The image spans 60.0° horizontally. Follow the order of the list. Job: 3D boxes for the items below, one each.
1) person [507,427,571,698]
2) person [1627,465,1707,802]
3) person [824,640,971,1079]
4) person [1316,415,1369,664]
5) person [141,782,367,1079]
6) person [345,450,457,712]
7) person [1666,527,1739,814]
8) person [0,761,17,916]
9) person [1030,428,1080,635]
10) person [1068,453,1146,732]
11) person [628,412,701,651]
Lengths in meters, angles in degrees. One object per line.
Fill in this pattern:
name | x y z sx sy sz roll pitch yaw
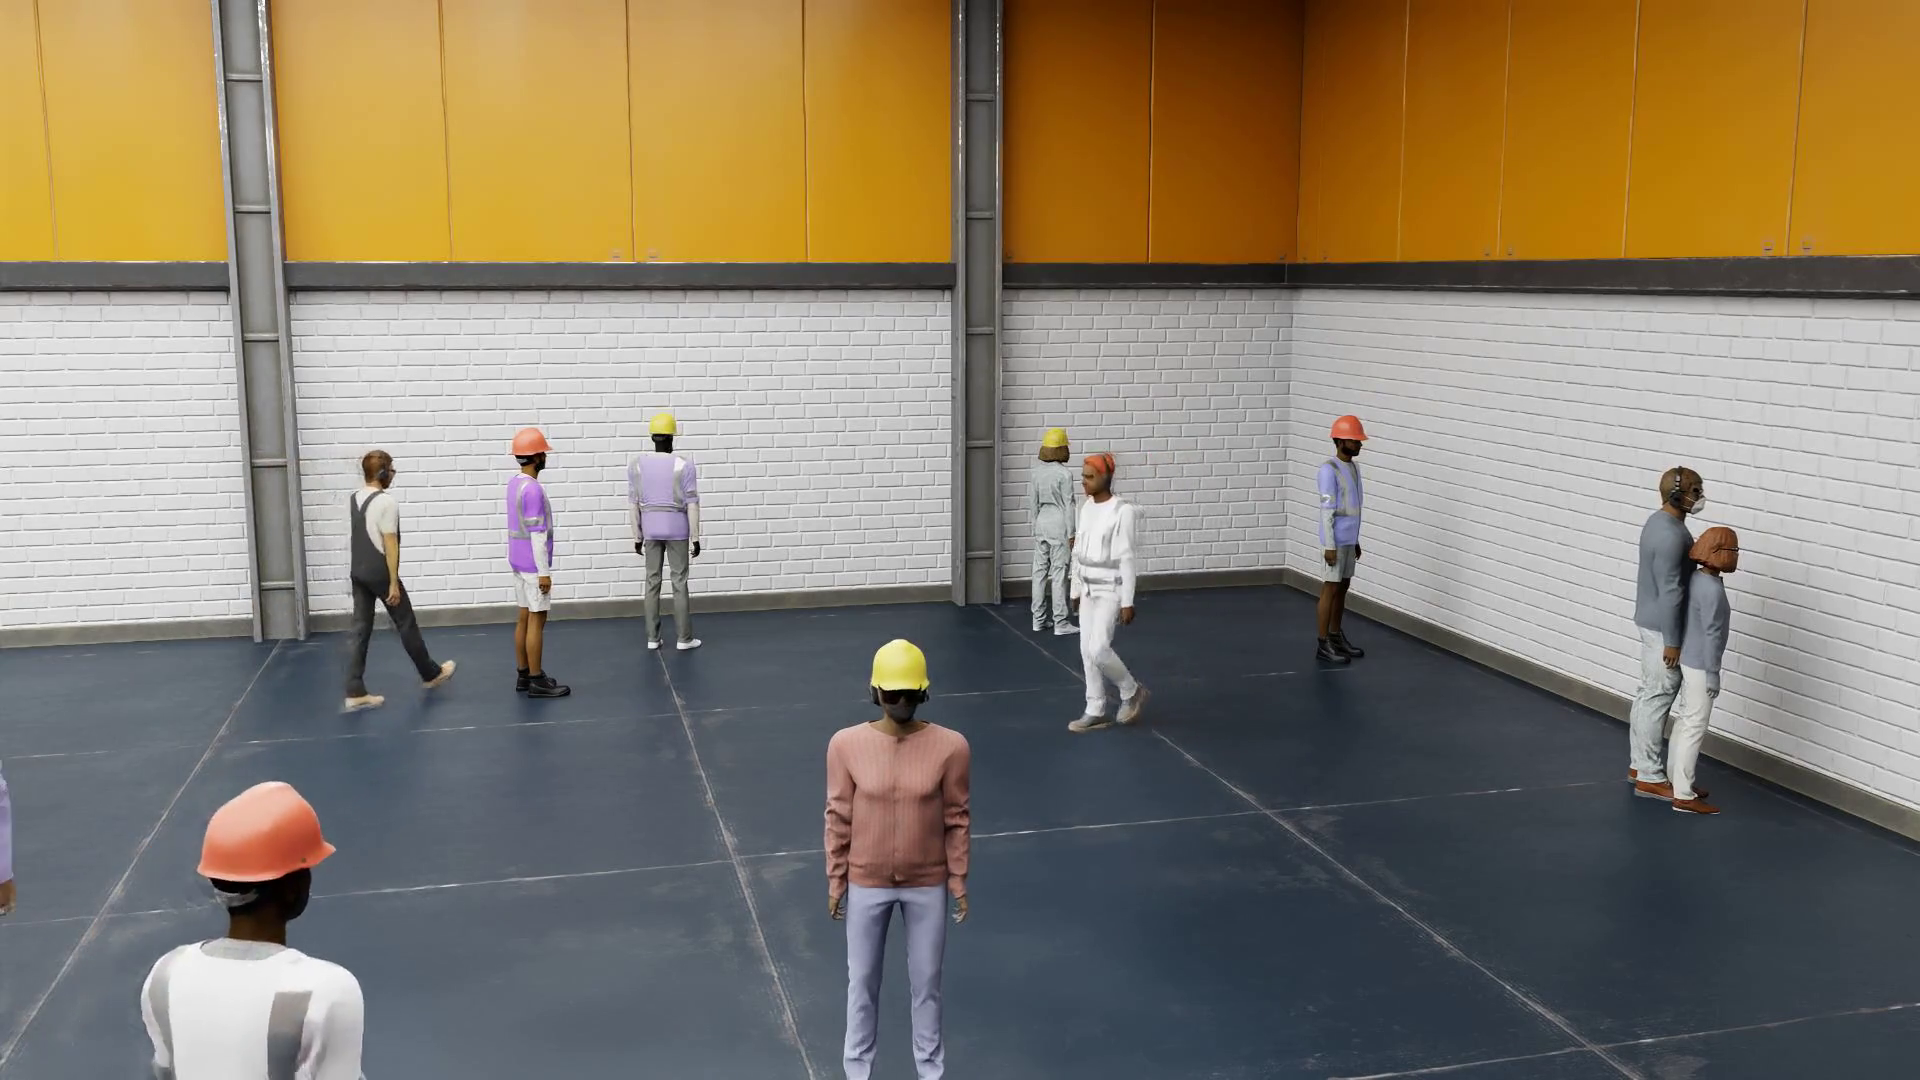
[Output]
person | -3.051 0.163 11.932 0.344 1.942 0.547 -5 11 -31
person | 4.101 0.529 9.655 0.357 1.938 0.638 3 10 17
person | -0.220 1.217 5.909 0.522 1.767 0.317 -1 9 -3
person | 3.003 -0.011 13.031 0.362 1.938 0.545 6 11 35
person | -1.499 1.480 3.756 0.569 1.924 0.496 3 9 16
person | -4.030 0.266 11.751 0.530 1.791 0.970 5 10 29
person | 4.208 0.726 9.415 0.285 1.625 0.496 2 9 13
person | -3.554 1.176 5.661 0.435 1.925 0.653 6 11 34
person | 0.800 -0.076 14.038 0.289 1.746 0.486 -9 13 -44
person | 0.944 0.351 10.983 0.461 1.866 0.597 -6 11 -32
person | -2.363 -0.060 13.366 0.585 1.930 0.361 1 9 9
